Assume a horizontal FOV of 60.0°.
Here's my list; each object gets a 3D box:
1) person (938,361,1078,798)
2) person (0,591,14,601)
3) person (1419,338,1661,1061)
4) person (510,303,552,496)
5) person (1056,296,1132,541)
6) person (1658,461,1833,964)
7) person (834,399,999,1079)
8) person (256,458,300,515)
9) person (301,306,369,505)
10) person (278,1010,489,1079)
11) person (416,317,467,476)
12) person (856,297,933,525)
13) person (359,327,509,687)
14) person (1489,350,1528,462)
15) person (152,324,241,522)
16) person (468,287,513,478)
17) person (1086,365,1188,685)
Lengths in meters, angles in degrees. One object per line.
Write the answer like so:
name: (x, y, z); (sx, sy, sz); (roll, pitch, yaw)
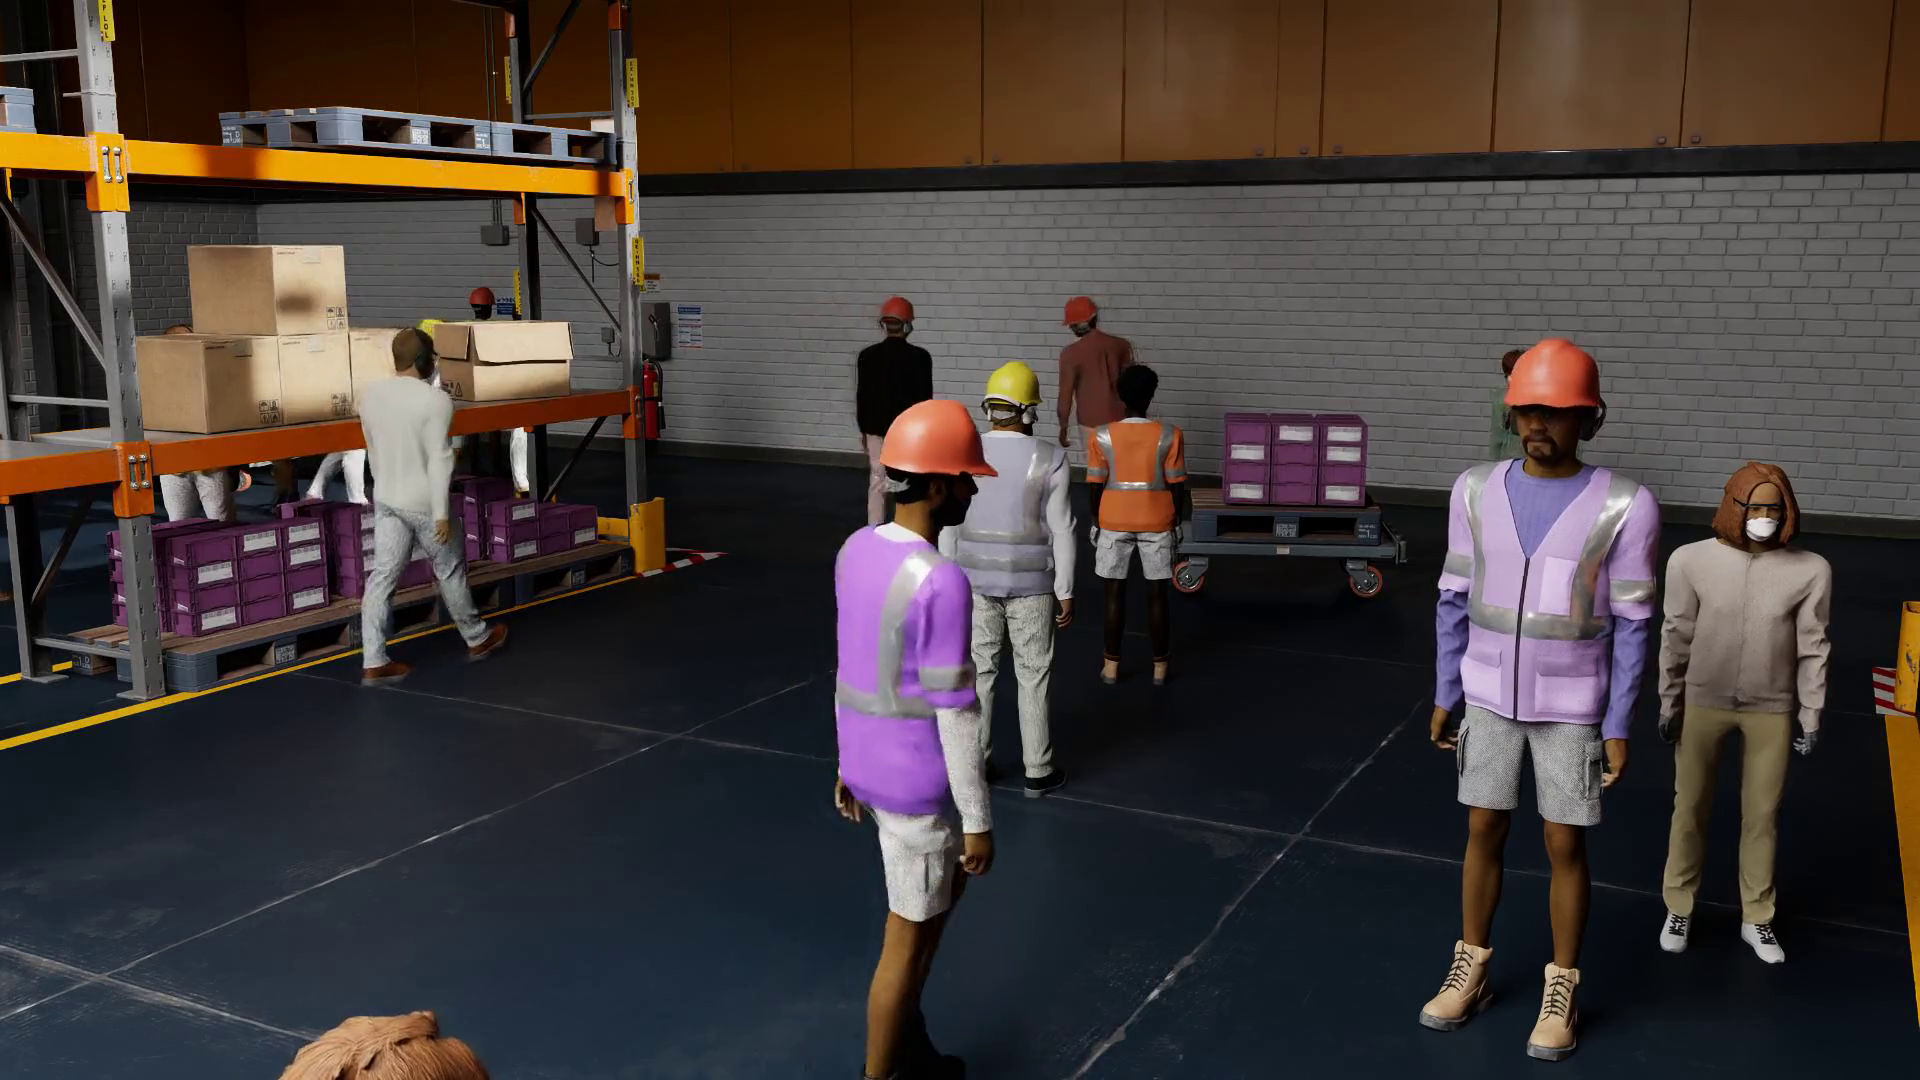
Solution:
person: (0.211, 0.168, 7.003); (0.601, 1.830, 0.403); (4, 10, 20)
person: (-6.635, -0.463, 10.607); (0.863, 1.860, 0.579); (-5, 11, -27)
person: (1.635, 0.452, 4.745); (0.606, 2.047, 0.368); (7, 12, 37)
person: (-4.057, -1.329, 15.646); (0.429, 1.844, 0.624); (2, 10, 11)
person: (1.082, -0.937, 13.089); (0.684, 1.939, 0.452); (-5, 11, -29)
person: (2.514, 0.555, 5.367); (0.500, 1.628, 0.278); (3, 10, 19)
person: (-0.075, 0.597, 4.264); (0.549, 1.914, 0.582); (-5, 11, -27)
person: (-5.967, -1.166, 14.496); (0.360, 1.911, 0.594); (-7, 12, -37)
person: (-5.302, -1.096, 14.095); (0.575, 1.911, 0.641); (-8, 12, -37)
person: (-0.508, 1.216, 1.512); (0.503, 1.632, 0.274); (5, 11, 27)
person: (-3.903, -0.809, 12.744); (0.617, 1.803, 0.611); (-10, 14, -44)
person: (-0.450, -0.830, 12.443); (0.647, 1.942, 0.990); (3, 10, 18)
person: (-2.912, -0.200, 8.982); (0.653, 1.883, 1.006); (5, 11, 25)
person: (4.083, -0.546, 11.819); (0.639, 1.598, 0.353); (5, 11, 29)
person: (-4.913, -0.465, 10.670); (0.621, 1.837, 0.429); (-1, 10, -4)
person: (-4.788, -1.574, 16.786); (0.545, 1.938, 0.361); (3, 10, 18)
person: (0.932, -0.073, 8.787); (0.530, 1.697, 0.321); (2, 10, 9)
